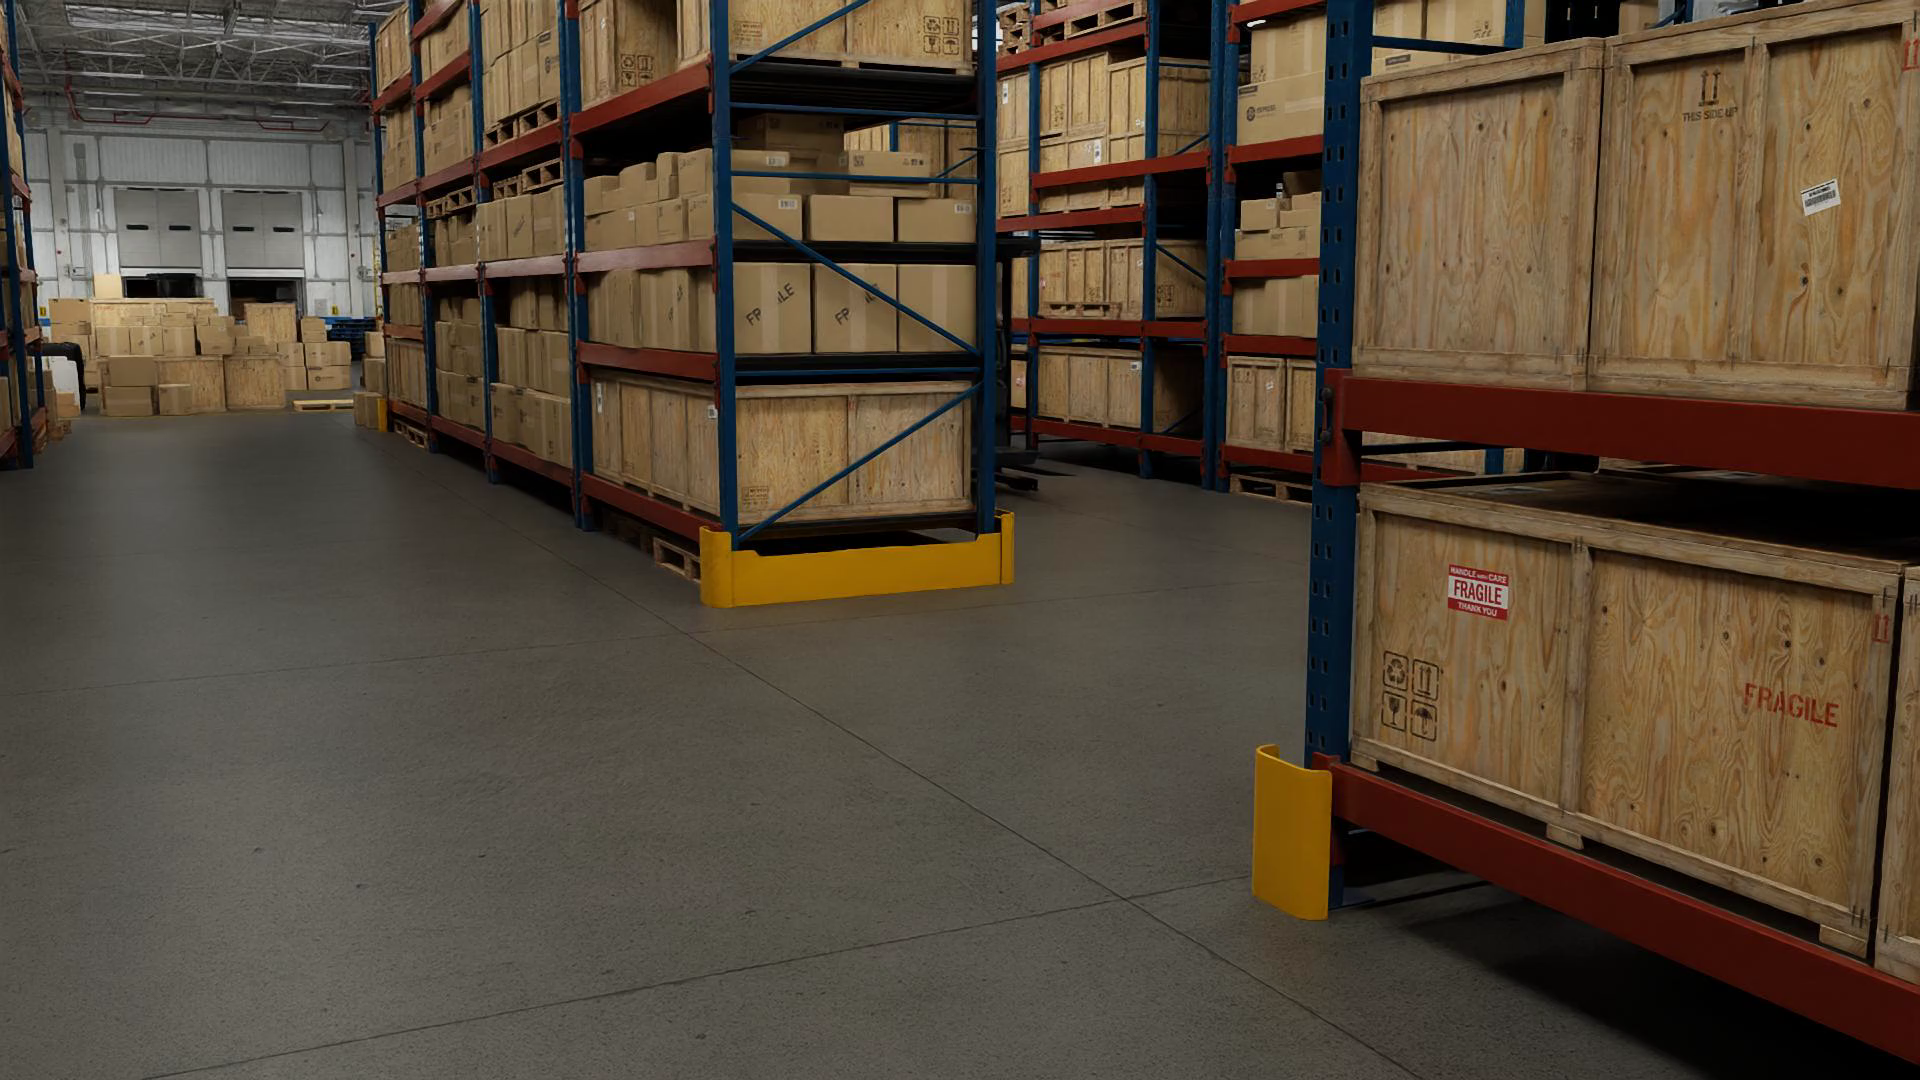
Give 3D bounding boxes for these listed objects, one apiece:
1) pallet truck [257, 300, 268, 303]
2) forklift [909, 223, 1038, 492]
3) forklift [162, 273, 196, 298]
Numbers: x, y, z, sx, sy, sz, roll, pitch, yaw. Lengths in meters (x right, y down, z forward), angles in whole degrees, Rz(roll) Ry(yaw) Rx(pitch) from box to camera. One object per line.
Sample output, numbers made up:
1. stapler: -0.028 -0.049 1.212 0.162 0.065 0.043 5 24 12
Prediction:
1. pallet truck: -23.913 -7.404 58.171 1.885 1.965 0.823 -1 8 -9
2. forklift: -0.111 -1.948 17.523 1.129 2.768 1.873 -4 9 -26
3. forklift: -24.331 -6.948 52.001 1.873 2.768 1.129 6 10 37
